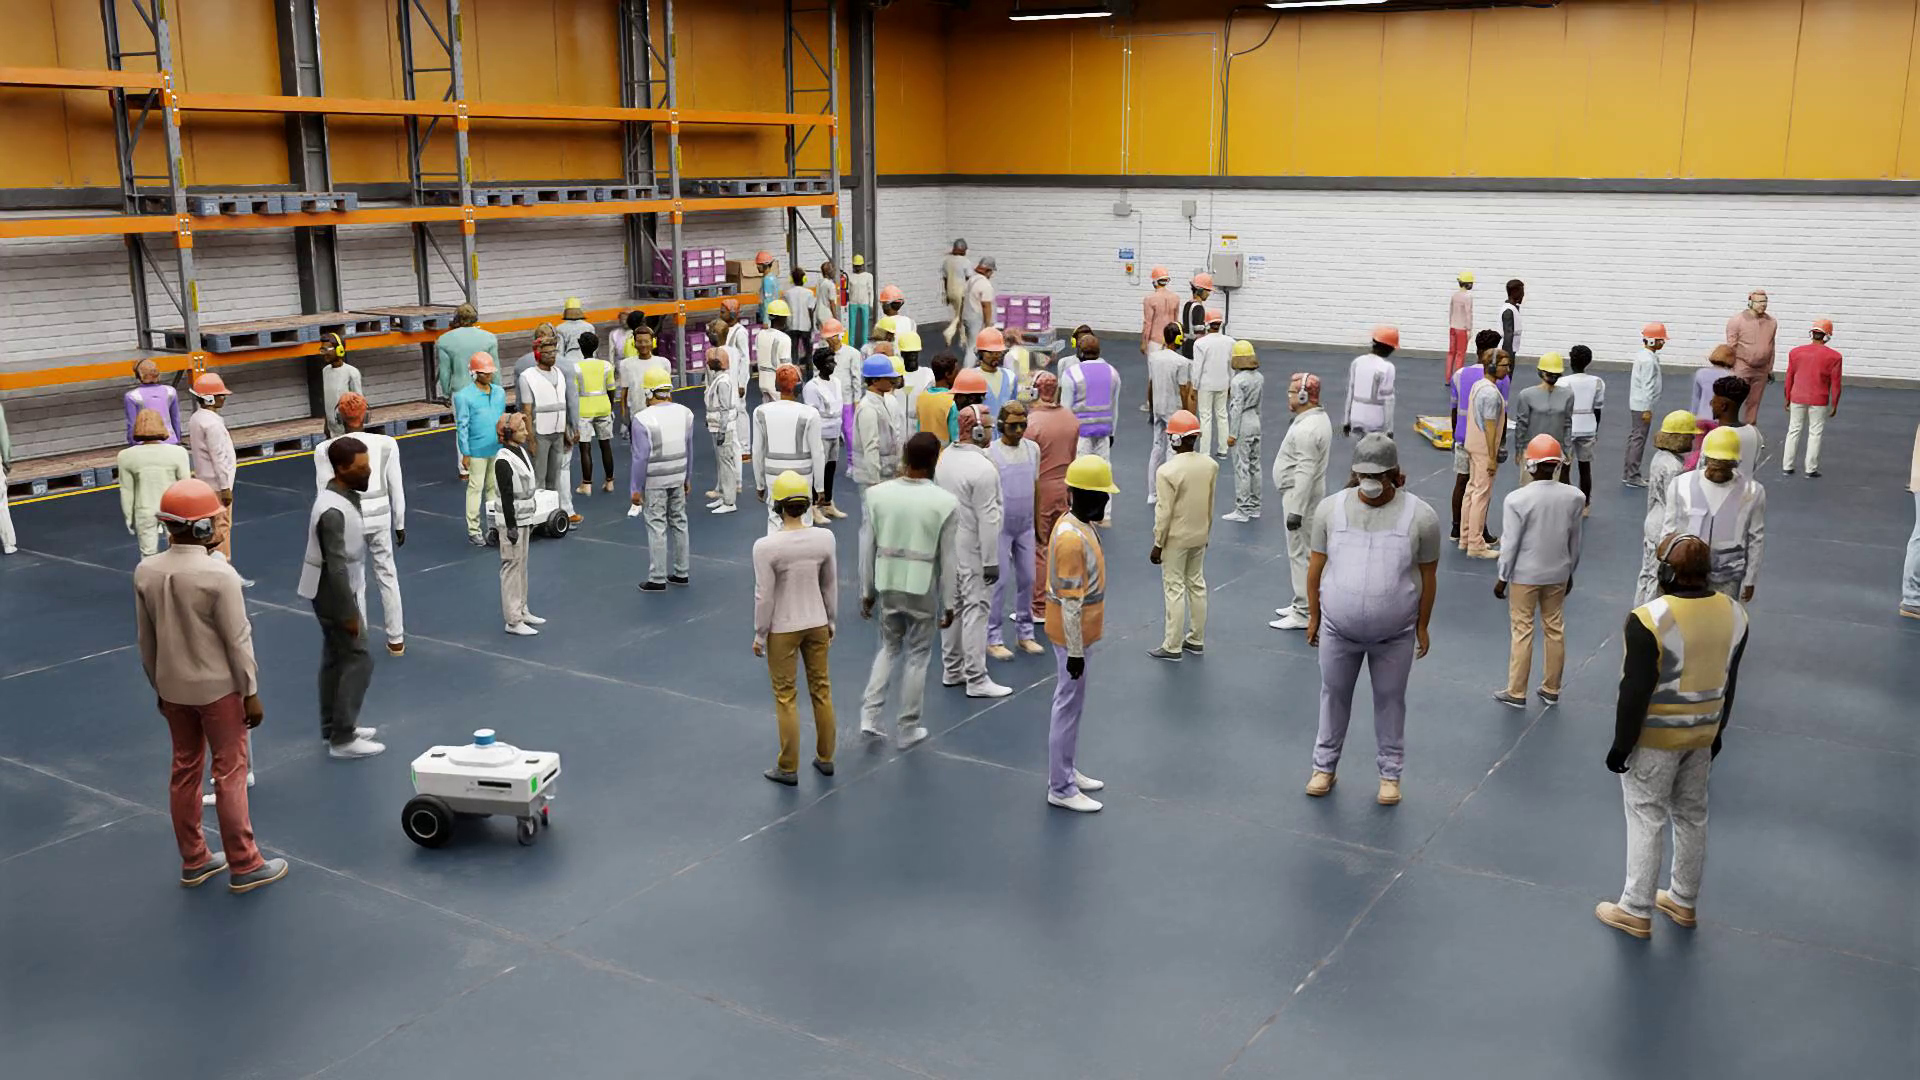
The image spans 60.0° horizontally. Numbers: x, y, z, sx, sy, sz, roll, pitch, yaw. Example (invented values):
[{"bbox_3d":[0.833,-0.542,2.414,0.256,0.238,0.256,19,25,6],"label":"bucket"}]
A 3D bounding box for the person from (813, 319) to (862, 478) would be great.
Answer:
[{"bbox_3d":[-1.355,-1.555,18.215,0.575,1.739,0.349,5,14,20],"label":"person"}]

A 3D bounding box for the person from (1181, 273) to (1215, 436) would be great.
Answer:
[{"bbox_3d":[2.986,-2.324,20.904,0.391,2.034,0.605,-2,13,-8],"label":"person"}]

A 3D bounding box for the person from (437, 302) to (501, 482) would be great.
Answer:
[{"bbox_3d":[-5.266,-1.588,17.916,0.635,1.939,0.367,-4,14,-17],"label":"person"}]

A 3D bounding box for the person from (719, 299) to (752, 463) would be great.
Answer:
[{"bbox_3d":[-2.585,-1.812,19.014,0.341,1.880,0.586,-7,15,-26],"label":"person"}]

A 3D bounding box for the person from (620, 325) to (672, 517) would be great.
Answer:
[{"bbox_3d":[-3.044,-1.158,16.194,0.523,1.874,0.317,-2,13,-8],"label":"person"}]

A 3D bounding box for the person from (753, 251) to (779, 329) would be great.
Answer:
[{"bbox_3d":[-2.991,-3.449,25.790,0.407,2.035,0.608,0,13,0],"label":"person"}]

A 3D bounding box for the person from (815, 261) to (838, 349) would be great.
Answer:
[{"bbox_3d":[-2.124,-3.503,26.453,0.363,1.833,0.522,-8,15,-32],"label":"person"}]

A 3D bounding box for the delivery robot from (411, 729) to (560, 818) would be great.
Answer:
[{"bbox_3d":[-2.435,1.219,8.568,0.707,0.478,0.477,2,13,10],"label":"delivery robot"}]

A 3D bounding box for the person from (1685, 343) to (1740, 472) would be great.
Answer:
[{"bbox_3d":[7.615,-1.193,16.895,0.457,1.618,0.517,-8,15,-31],"label":"person"}]

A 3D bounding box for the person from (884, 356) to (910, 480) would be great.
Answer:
[{"bbox_3d":[-0.595,-0.722,14.539,0.322,1.767,0.533,-4,14,-17],"label":"person"}]

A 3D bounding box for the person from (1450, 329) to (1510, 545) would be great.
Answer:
[{"bbox_3d":[4.678,-0.922,14.994,0.376,1.958,0.603,-9,16,-34],"label":"person"}]

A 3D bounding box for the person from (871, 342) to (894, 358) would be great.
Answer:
[{"bbox_3d":[-0.780,-1.190,16.861,0.277,1.632,0.502,-4,13,-15],"label":"person"}]

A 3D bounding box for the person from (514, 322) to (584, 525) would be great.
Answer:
[{"bbox_3d":[-3.881,-1.085,15.735,0.635,1.937,0.353,4,13,15],"label":"person"}]

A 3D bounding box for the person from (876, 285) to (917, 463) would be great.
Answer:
[{"bbox_3d":[-0.759,-1.853,18.835,0.390,2.045,0.607,11,17,39],"label":"person"}]

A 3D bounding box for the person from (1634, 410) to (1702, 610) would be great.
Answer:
[{"bbox_3d":[4.957,-0.045,11.654,0.309,1.743,0.494,2,13,9],"label":"person"}]

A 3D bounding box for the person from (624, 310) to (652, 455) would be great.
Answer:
[{"bbox_3d":[-3.783,-1.854,19.600,0.318,1.697,0.536,1,13,5],"label":"person"}]

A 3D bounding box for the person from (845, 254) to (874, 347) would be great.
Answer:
[{"bbox_3d":[-1.798,-4.187,29.575,0.533,1.765,0.329,-1,13,-4],"label":"person"}]

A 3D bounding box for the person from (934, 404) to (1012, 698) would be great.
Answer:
[{"bbox_3d":[0.089,0.066,10.812,0.400,1.910,0.643,-7,15,-28],"label":"person"}]

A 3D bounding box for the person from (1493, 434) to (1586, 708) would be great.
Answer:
[{"bbox_3d":[3.663,0.196,10.581,0.560,1.753,0.328,-3,13,-12],"label":"person"}]

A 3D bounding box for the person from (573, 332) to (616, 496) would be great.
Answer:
[{"bbox_3d":[-3.817,-1.306,17.223,0.542,1.695,0.316,-9,16,-35],"label":"person"}]

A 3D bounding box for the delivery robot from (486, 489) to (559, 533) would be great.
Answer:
[{"bbox_3d":[-3.981,-0.295,15.134,0.477,0.478,0.707,6,14,24],"label":"delivery robot"}]

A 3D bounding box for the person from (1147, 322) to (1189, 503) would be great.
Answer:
[{"bbox_3d":[2.095,-1.253,16.666,0.346,1.854,0.523,-12,17,-41],"label":"person"}]

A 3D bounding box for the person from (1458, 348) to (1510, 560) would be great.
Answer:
[{"bbox_3d":[4.580,-0.757,14.520,0.326,1.842,0.516,0,13,2],"label":"person"}]

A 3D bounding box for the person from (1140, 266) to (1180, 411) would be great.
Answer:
[{"bbox_3d":[2.744,-2.761,22.881,0.612,1.995,0.376,-8,15,-32],"label":"person"}]

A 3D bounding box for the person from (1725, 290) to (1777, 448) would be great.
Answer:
[{"bbox_3d":[9.488,-2.041,19.955,0.638,1.909,0.408,-2,13,-9],"label":"person"}]

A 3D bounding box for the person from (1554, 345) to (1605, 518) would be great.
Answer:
[{"bbox_3d":[5.922,-1.033,16.070,0.551,1.686,0.368,-2,13,-8],"label":"person"}]

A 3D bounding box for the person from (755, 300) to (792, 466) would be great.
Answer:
[{"bbox_3d":[-2.026,-1.692,18.417,0.397,1.920,0.587,-11,17,-40],"label":"person"}]

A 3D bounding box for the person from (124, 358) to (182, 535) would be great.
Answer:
[{"bbox_3d":[-7.465,-0.866,15.439,0.311,1.642,0.514,9,16,34],"label":"person"}]

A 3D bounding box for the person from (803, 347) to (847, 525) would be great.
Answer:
[{"bbox_3d":[-1.287,-1.001,15.904,0.318,1.696,0.536,7,15,27],"label":"person"}]

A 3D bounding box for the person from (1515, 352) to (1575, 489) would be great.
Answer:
[{"bbox_3d":[5.231,-0.805,14.902,0.533,1.766,0.316,-1,13,-4],"label":"person"}]

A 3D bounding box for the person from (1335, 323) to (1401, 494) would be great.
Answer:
[{"bbox_3d":[3.905,-1.146,16.085,0.607,1.907,0.618,-8,15,-30],"label":"person"}]

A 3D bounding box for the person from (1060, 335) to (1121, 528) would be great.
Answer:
[{"bbox_3d":[1.204,-1.001,15.629,0.631,1.834,0.433,-7,15,-26],"label":"person"}]

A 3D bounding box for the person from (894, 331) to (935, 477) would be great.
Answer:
[{"bbox_3d":[-0.456,-0.931,15.085,0.594,1.928,0.364,2,13,9],"label":"person"}]

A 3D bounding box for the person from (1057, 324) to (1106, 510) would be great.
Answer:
[{"bbox_3d":[1.186,-1.163,16.216,0.513,1.877,0.328,-3,13,-15],"label":"person"}]

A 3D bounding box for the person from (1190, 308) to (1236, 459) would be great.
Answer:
[{"bbox_3d":[2.906,-1.797,19.229,0.573,1.749,0.342,-6,14,-23],"label":"person"}]

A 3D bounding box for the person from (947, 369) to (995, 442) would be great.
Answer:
[{"bbox_3d":[0.079,-0.306,12.359,0.354,1.939,0.545,-1,13,-5],"label":"person"}]

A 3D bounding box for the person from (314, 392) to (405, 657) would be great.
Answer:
[{"bbox_3d":[-4.138,-0.087,11.526,0.581,1.882,0.339,-9,16,-33],"label":"person"}]

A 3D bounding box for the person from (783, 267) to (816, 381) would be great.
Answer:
[{"bbox_3d":[-2.395,-3.131,24.827,0.563,1.862,0.579,3,13,12],"label":"person"}]
